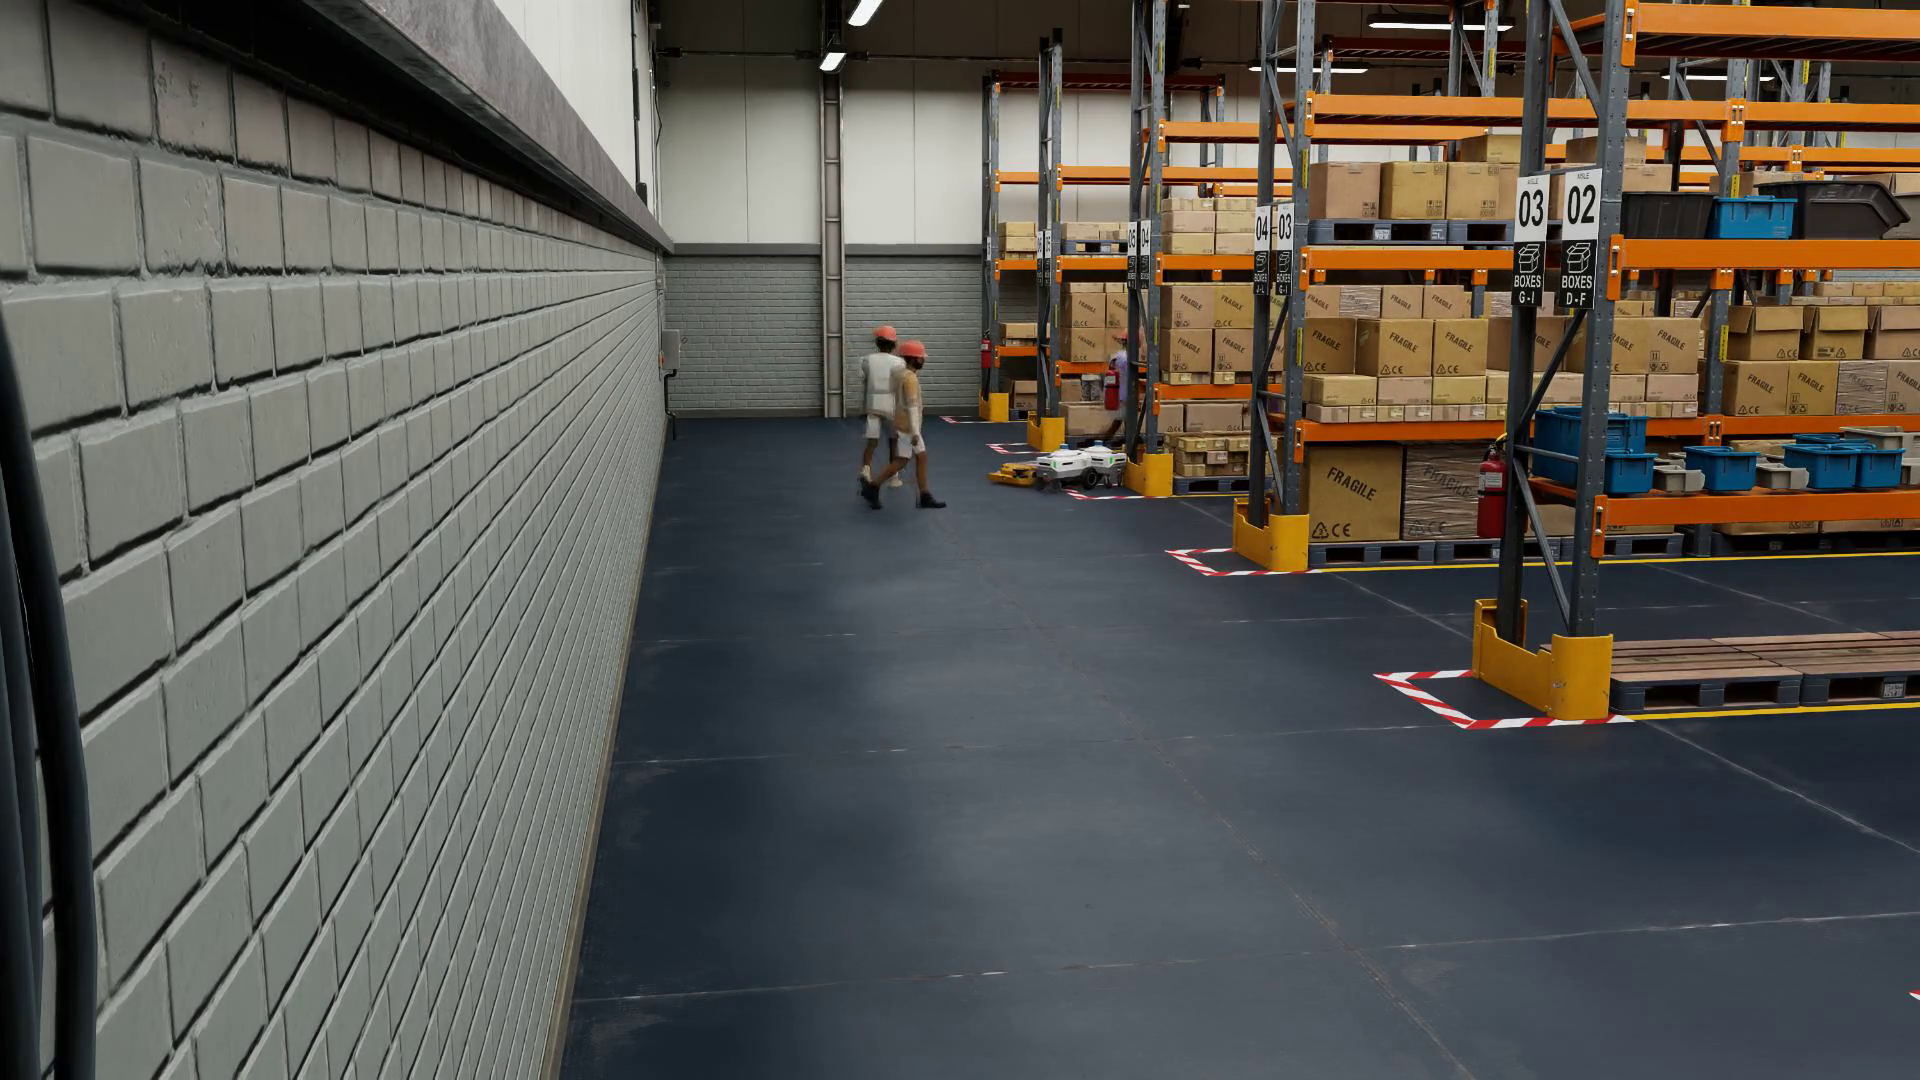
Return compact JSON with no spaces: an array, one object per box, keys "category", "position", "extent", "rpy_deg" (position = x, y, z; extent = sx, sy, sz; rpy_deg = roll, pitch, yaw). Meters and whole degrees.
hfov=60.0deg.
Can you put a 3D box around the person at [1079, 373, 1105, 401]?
[{"category":"person","position":[2.202,-2.654,27.744],"extent":[0.514,1.642,0.310],"rpy_deg":[8,12,40]}]

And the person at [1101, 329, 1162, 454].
[{"category":"person","position":[2.286,-1.970,22.832],"extent":[1.037,1.872,0.555],"rpy_deg":[-1,9,-6]}]

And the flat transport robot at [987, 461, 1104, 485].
[{"category":"flat transport robot","position":[1.108,-0.875,20.988],"extent":[1.431,0.197,0.652],"rpy_deg":[-7,11,-36]}]

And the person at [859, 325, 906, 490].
[{"category":"person","position":[-0.949,-1.566,19.926],"extent":[0.613,2.014,0.929],"rpy_deg":[2,10,14]}]

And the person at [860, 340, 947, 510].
[{"category":"person","position":[-0.644,-1.269,18.429],"extent":[0.917,1.906,0.555],"rpy_deg":[-1,9,-7]}]

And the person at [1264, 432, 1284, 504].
[{"category":"person","position":[3.774,-1.330,18.892],"extent":[0.976,1.861,0.657],"rpy_deg":[-1,9,-5]}]

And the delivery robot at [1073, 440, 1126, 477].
[{"category":"delivery robot","position":[1.705,-0.984,20.498],"extent":[0.707,0.478,0.477],"rpy_deg":[9,13,44]}]

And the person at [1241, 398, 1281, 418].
[{"category":"person","position":[3.944,-1.732,21.336],"extent":[1.015,1.893,0.541],"rpy_deg":[-2,9,-11]}]

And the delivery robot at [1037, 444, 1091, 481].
[{"category":"delivery robot","position":[1.253,-0.915,20.072],"extent":[0.707,0.478,0.477],"rpy_deg":[-9,13,-44]}]
